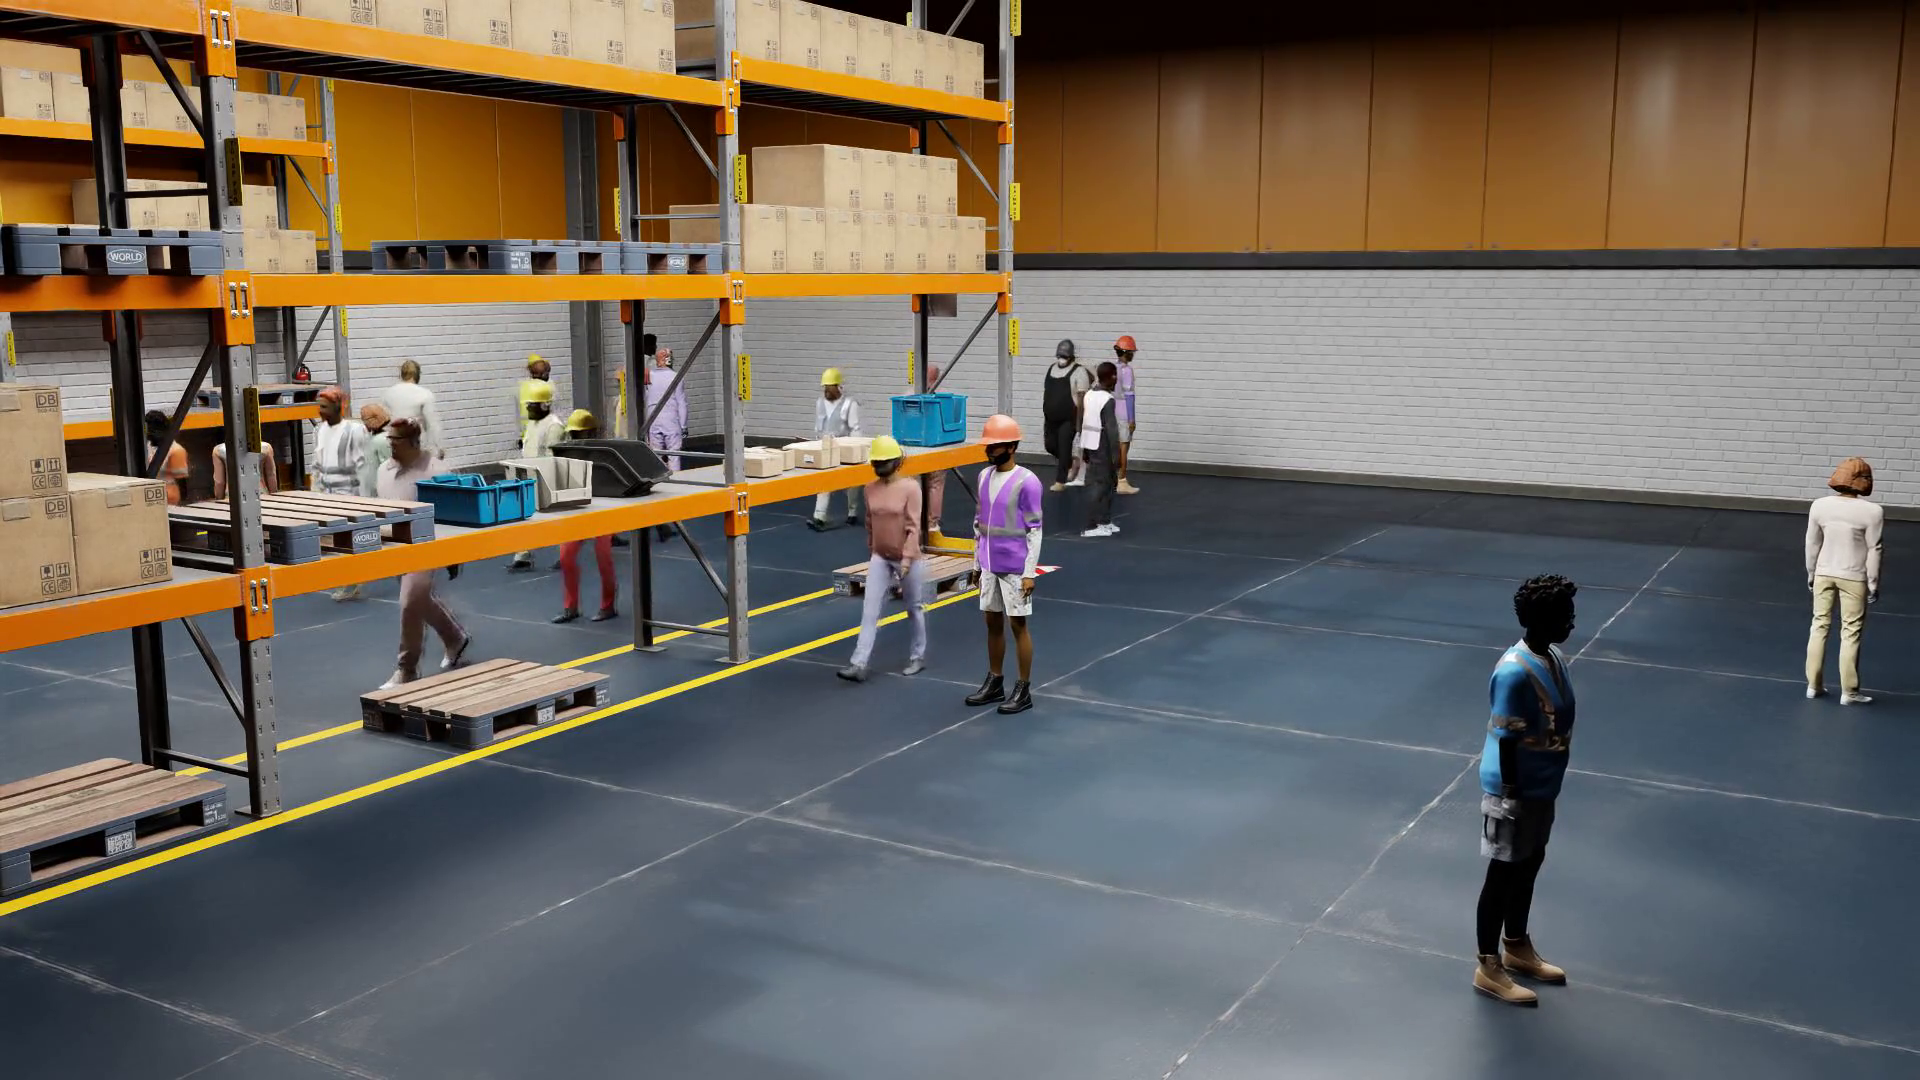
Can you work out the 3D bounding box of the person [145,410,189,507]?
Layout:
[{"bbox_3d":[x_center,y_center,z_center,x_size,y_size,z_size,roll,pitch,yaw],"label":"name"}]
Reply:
[{"bbox_3d":[-7.025,-0.302,14.488,0.552,1.644,0.819,5,10,26],"label":"person"}]

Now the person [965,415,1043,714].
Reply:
[{"bbox_3d":[0.272,0.156,10.769,0.359,1.936,0.552,-8,12,-42],"label":"person"}]

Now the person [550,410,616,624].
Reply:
[{"bbox_3d":[-3.049,-0.173,13.438,0.527,1.747,0.658,5,10,28],"label":"person"}]

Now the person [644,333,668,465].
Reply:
[{"bbox_3d":[-4.610,-2.070,24.571,0.609,1.965,0.369,9,13,43],"label":"person"}]

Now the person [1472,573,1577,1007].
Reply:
[{"bbox_3d":[2.220,0.960,6.523,0.320,1.694,0.534,7,12,39],"label":"person"}]

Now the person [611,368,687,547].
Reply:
[{"bbox_3d":[-3.318,-0.865,17.291,0.986,1.880,0.545,-3,10,-17],"label":"person"}]

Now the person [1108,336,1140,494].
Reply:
[{"bbox_3d":[2.120,-1.615,21.496,0.386,2.039,0.616,-4,10,-22],"label":"person"}]

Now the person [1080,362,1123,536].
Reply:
[{"bbox_3d":[1.609,-0.977,17.980,0.642,1.891,0.619,-3,10,-18],"label":"person"}]

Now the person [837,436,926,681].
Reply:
[{"bbox_3d":[-0.510,0.146,11.521,0.529,1.719,0.904,5,11,30],"label":"person"}]

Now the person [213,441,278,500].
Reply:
[{"bbox_3d":[-6.245,-0.305,14.570,0.514,1.641,0.308,-5,10,-27],"label":"person"}]

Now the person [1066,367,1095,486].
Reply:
[{"bbox_3d":[1.766,-1.488,22.062,0.680,1.606,0.548,2,9,13],"label":"person"}]

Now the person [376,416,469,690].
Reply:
[{"bbox_3d":[-3.775,0.056,11.631,0.658,1.872,0.936,5,10,29],"label":"person"}]

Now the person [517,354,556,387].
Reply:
[{"bbox_3d":[-5.663,-1.609,22.307,0.533,1.772,0.296,-3,10,-18],"label":"person"}]

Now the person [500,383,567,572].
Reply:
[{"bbox_3d":[-4.002,-0.567,15.679,0.797,1.797,0.616,-8,12,-41],"label":"person"}]

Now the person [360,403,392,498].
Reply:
[{"bbox_3d":[-5.440,-0.466,15.594,0.280,1.633,0.498,-5,10,-29],"label":"person"}]

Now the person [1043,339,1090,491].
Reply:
[{"bbox_3d":[1.391,-1.669,21.836,0.686,2.000,0.728,7,12,39],"label":"person"}]

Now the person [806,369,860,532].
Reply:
[{"bbox_3d":[-1.382,-0.990,18.409,0.618,1.789,0.927,4,10,24],"label":"person"}]

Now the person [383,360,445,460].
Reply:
[{"bbox_3d":[-6.114,-1.068,18.597,0.649,1.886,1.045,4,10,23],"label":"person"}]

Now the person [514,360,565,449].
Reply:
[{"bbox_3d":[-4.964,-1.223,19.732,0.619,1.823,0.439,6,11,33],"label":"person"}]

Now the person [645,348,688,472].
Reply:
[{"bbox_3d":[-3.690,-1.452,20.920,0.636,1.903,0.404,3,10,20],"label":"person"}]

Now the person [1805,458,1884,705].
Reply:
[{"bbox_3d":[5.844,0.269,11.012,0.287,1.631,0.501,-6,11,-32],"label":"person"}]

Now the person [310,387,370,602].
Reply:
[{"bbox_3d":[-5.384,-0.378,14.310,0.618,1.864,0.551,6,11,32],"label":"person"}]

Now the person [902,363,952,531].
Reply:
[{"bbox_3d":[-0.351,-0.975,18.031,0.655,1.882,0.654,1,9,4],"label":"person"}]
